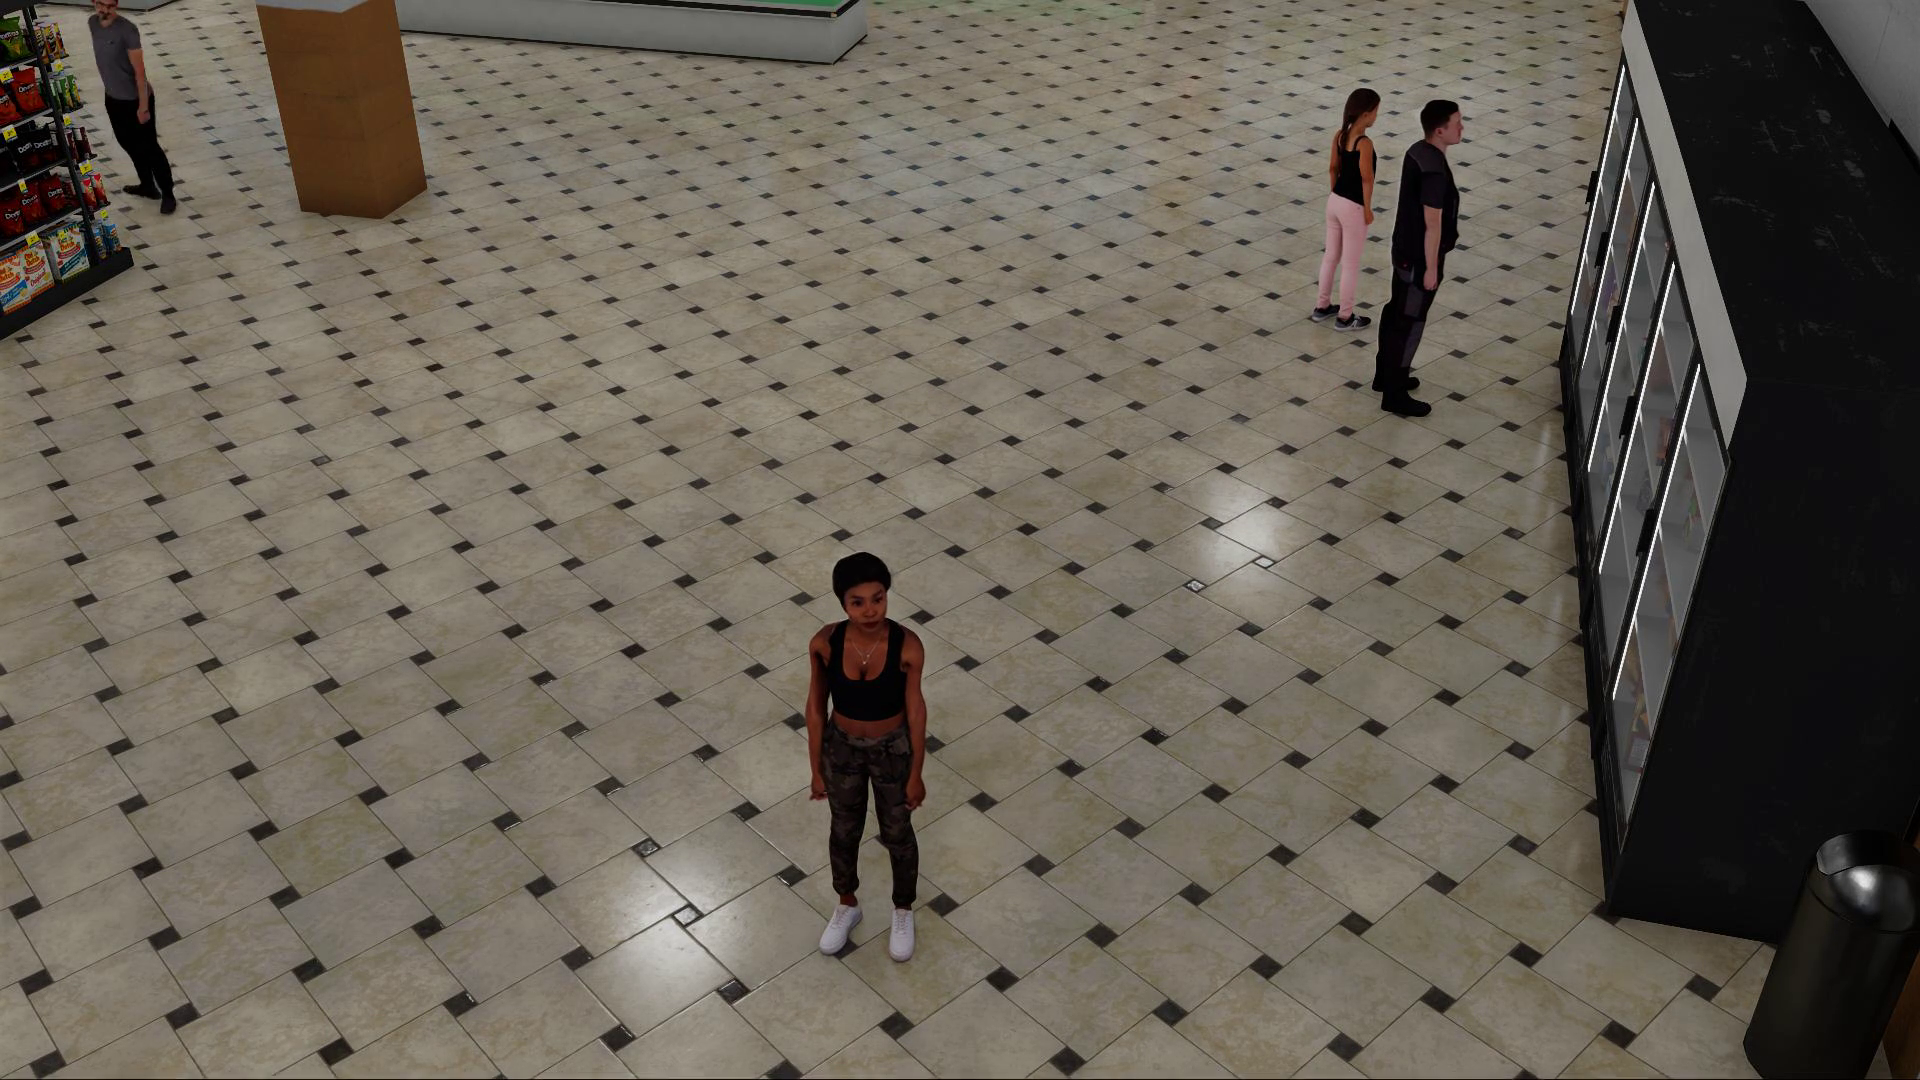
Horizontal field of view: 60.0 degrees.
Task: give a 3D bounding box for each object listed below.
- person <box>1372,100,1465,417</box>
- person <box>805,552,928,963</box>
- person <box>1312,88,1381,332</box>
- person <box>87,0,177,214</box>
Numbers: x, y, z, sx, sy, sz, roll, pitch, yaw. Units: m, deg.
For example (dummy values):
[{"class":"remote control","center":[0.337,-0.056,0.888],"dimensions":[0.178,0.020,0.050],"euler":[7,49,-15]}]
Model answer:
[{"class":"person","center":[2.661,-1.652,9.667],"dimensions":[0.656,1.845,0.768],"euler":[2,32,3]},{"class":"person","center":[-0.318,0.776,5.905],"dimensions":[0.484,1.698,0.656],"euler":[5,32,8]},{"class":"person","center":[2.498,-2.121,10.688],"dimensions":[0.681,1.564,0.624],"euler":[-16,35,-24]},{"class":"person","center":[-6.237,-3.335,12.485],"dimensions":[0.631,1.726,0.955],"euler":[23,39,32]}]
